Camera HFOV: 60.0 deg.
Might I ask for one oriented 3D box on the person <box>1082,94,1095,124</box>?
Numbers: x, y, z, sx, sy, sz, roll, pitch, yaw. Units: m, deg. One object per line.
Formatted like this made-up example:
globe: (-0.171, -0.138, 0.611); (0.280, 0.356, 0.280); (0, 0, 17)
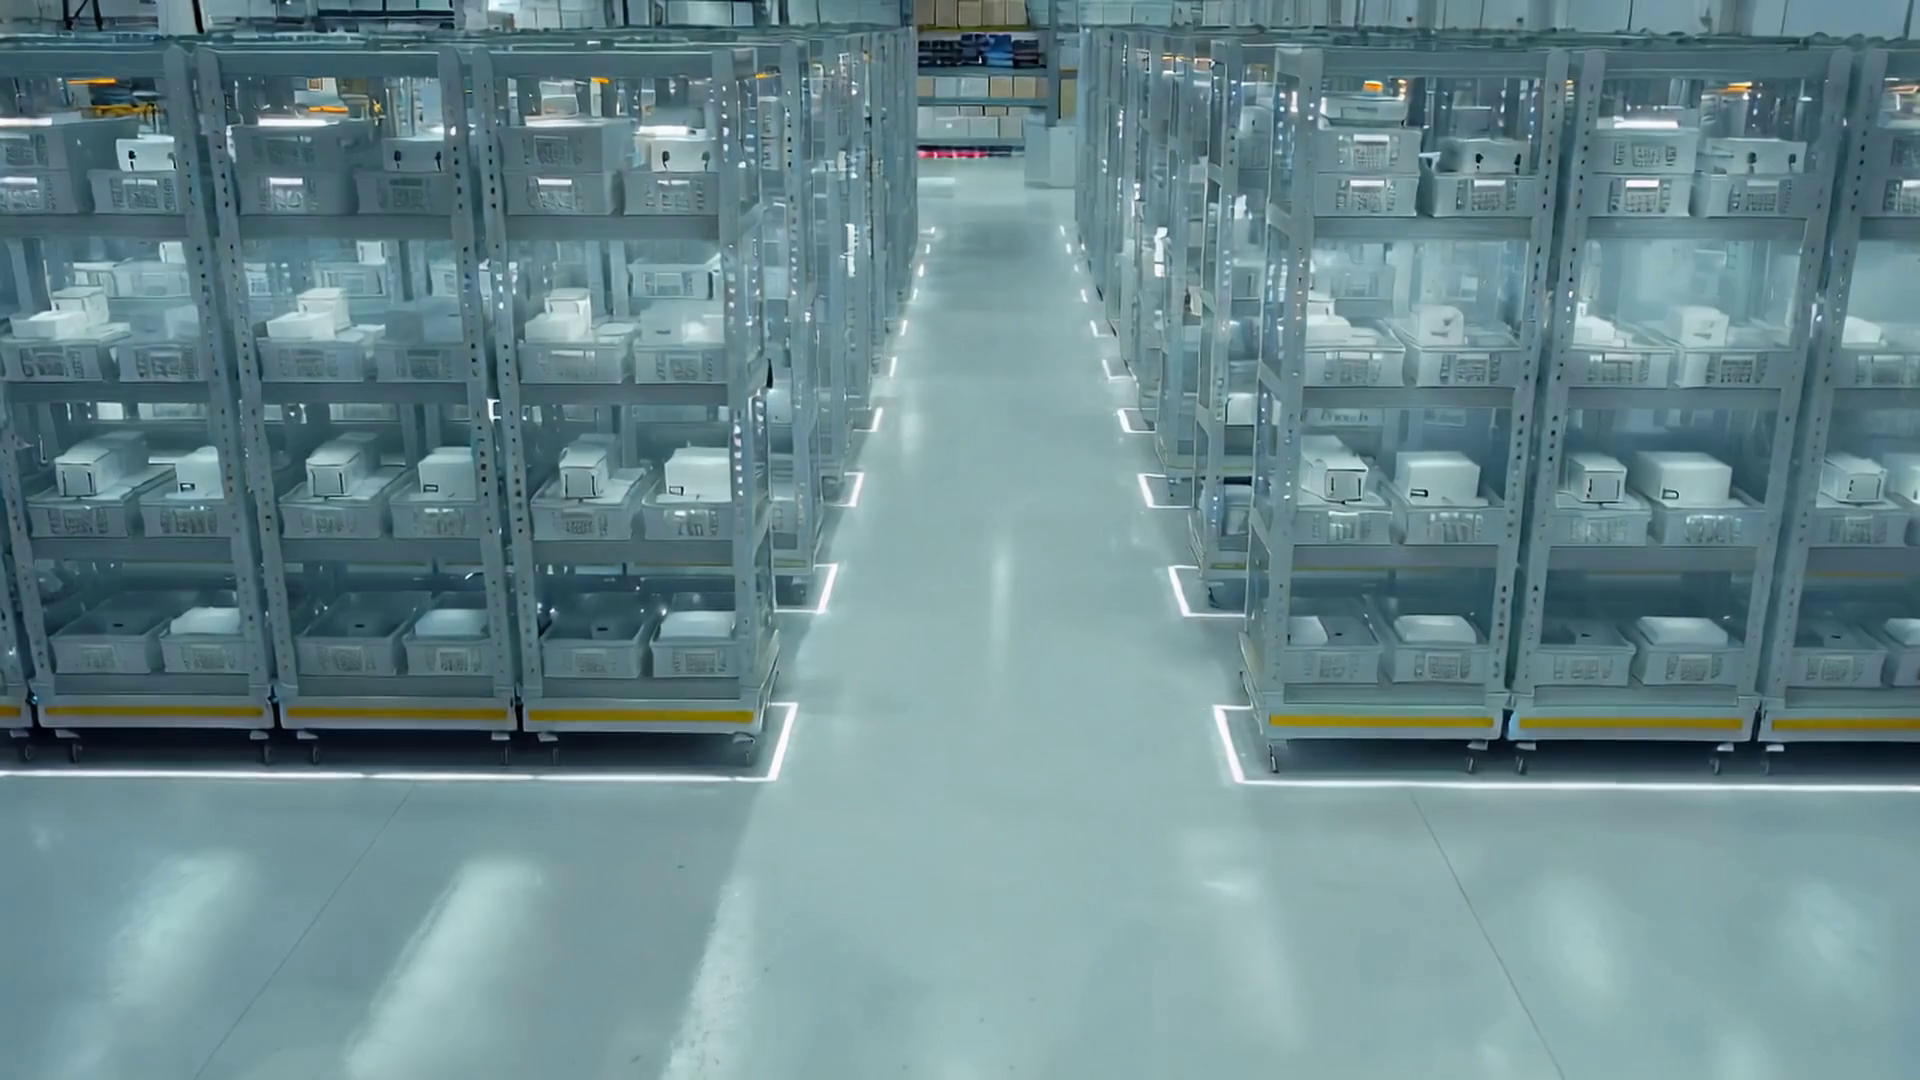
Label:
person: (3.335, -10.494, 42.562); (0.608, 1.986, 0.409); (-1, 17, -3)

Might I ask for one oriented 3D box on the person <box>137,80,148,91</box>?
person: (-24.860, -13.040, 50.774); (0.645, 1.920, 0.499); (11, 21, 32)
